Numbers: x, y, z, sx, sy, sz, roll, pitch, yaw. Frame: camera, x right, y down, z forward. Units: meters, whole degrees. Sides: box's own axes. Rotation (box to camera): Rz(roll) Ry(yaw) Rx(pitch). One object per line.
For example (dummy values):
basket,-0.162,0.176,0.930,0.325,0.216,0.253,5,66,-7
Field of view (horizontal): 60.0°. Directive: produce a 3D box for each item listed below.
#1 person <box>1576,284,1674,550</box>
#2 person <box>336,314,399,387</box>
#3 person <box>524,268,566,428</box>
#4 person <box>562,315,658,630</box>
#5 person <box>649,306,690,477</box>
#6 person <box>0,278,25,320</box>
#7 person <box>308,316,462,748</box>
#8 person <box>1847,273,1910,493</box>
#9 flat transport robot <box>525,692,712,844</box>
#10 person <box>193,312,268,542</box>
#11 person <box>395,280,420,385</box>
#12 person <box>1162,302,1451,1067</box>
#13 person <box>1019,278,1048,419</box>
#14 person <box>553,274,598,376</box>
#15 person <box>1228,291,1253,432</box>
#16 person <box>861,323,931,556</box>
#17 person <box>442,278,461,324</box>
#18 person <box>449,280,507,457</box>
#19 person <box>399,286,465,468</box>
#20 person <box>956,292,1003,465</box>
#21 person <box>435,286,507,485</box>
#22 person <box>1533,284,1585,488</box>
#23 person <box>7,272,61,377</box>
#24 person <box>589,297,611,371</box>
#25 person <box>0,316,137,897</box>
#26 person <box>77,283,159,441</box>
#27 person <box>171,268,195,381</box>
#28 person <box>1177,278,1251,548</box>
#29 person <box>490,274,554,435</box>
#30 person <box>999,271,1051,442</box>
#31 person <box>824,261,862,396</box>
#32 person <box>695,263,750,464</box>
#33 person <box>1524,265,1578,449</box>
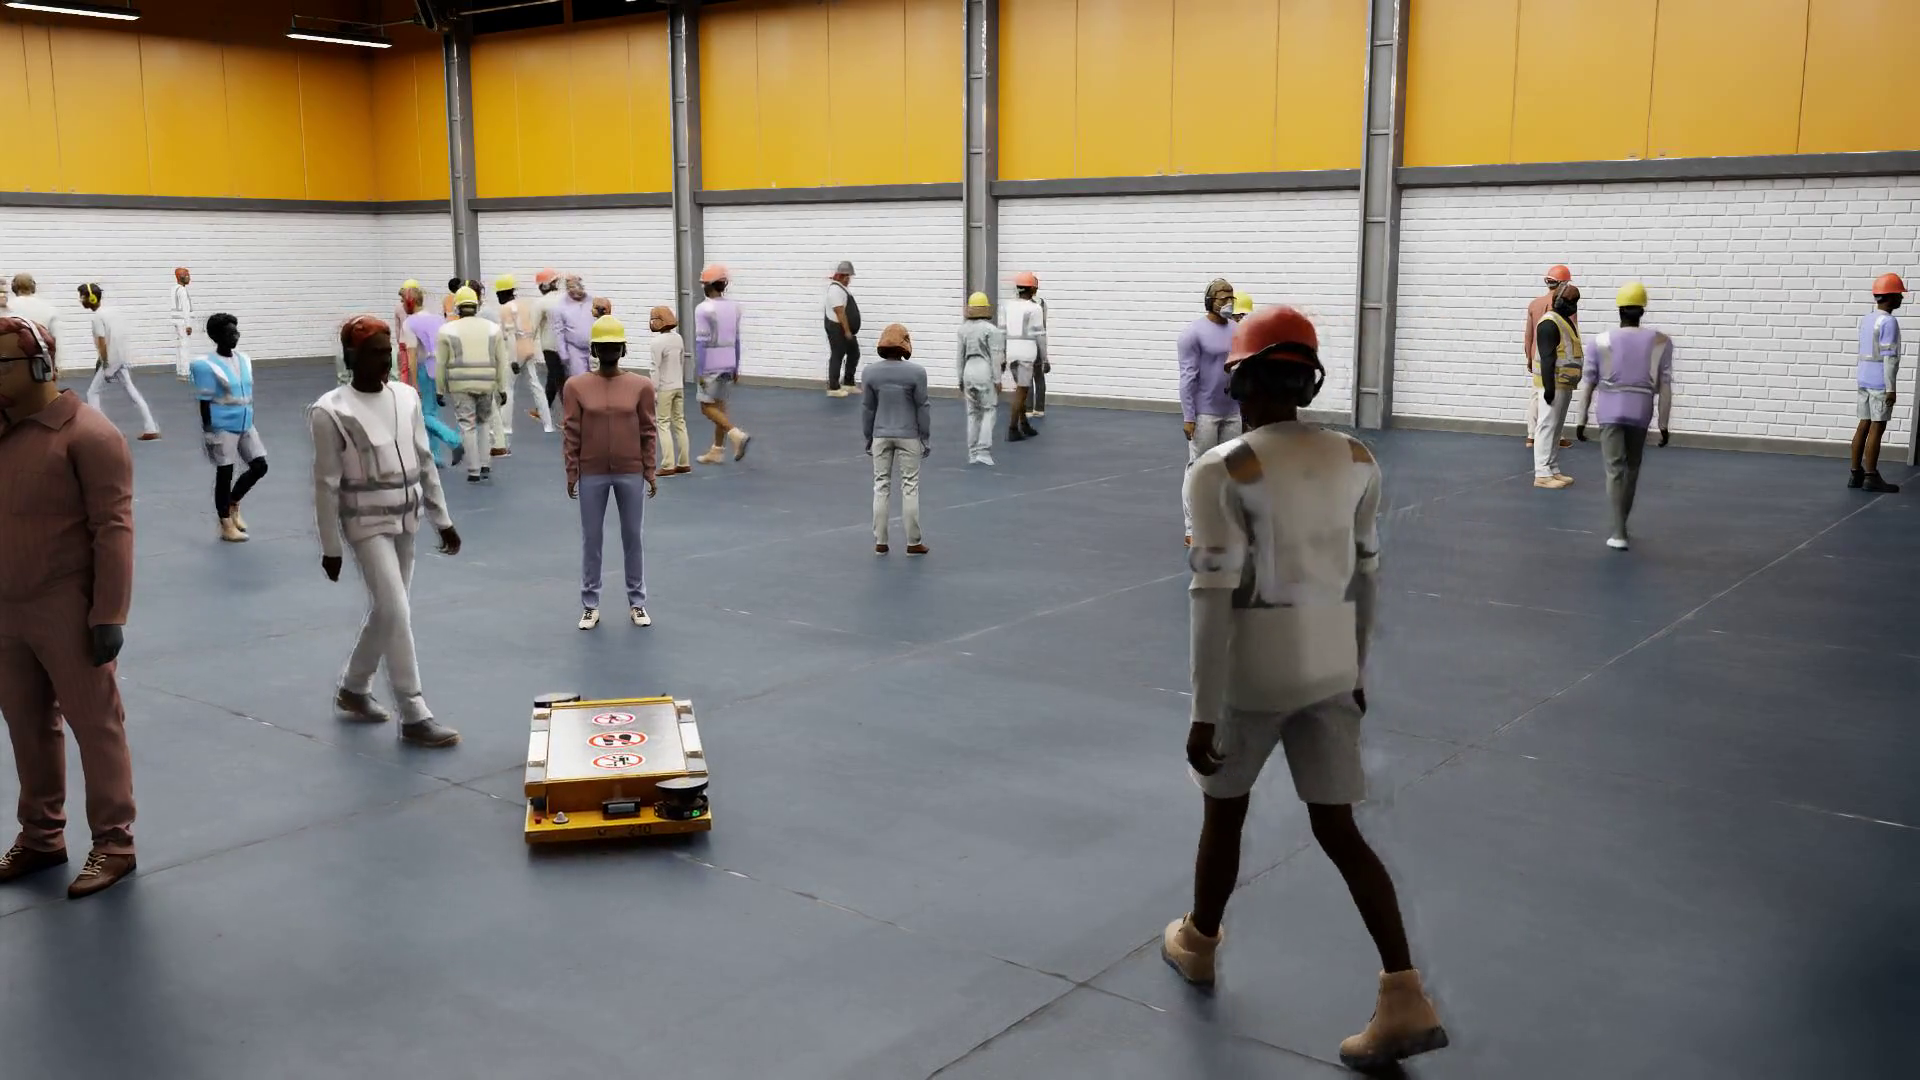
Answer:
person,4.812,-0.910,12.132,0.612,1.884,0.925,1,10,8
person,-5.045,-1.127,14.222,0.500,1.613,0.661,-4,10,-20
person,-5.060,-2.343,20.375,1.001,1.930,0.600,5,11,25
person,-1.967,-0.377,9.392,0.527,1.772,0.305,-2,10,-13
person,-2.788,-1.409,15.830,0.277,1.628,0.506,5,11,25
person,-9.620,-1.674,16.611,0.672,1.885,0.638,5,11,28
person,-2.528,-0.053,7.268,0.846,1.854,0.578,4,11,24
person,8.201,-1.397,14.824,0.354,1.942,0.545,1,10,4
flat transport robot,-1.361,0.856,6.565,0.652,0.197,1.431,-2,10,-12
person,-5.346,-0.822,12.200,0.364,1.684,0.552,3,10,19
person,-7.471,-2.666,22.725,0.532,1.767,0.328,5,11,29
person,0.895,0.372,4.434,0.663,1.990,1.047,-4,11,-24
person,0.925,-2.487,21.479,0.332,1.842,0.506,8,13,40
person,-4.545,-2.270,20.130,0.682,1.872,0.402,-5,11,-25
person,2.093,-0.965,12.625,0.590,1.833,0.404,-1,10,-9
person,-0.445,-0.699,11.656,0.498,1.633,0.282,3,10,16
person,-8.829,-3.731,29.120,0.536,1.696,0.322,7,12,34
person,-5.058,-1.766,17.278,0.699,1.836,0.529,0,10,1
person,-5.142,-1.571,16.247,0.631,1.812,0.575,3,10,15
person,0.207,-1.617,16.761,0.509,1.732,0.391,7,12,36
person,-4.521,-1.417,15.305,0.625,1.812,0.570,-6,11,-31
person,5.446,-1.396,15.133,0.430,1.838,0.620,7,12,34
person,-9.983,-1.920,17.935,0.620,1.920,0.636,6,12,33
person,-3.947,-1.868,18.430,0.307,1.645,0.519,0,10,-2
person,-3.038,0.222,5.501,0.643,1.908,0.408,3,10,16
person,-9.503,-1.962,18.600,0.885,1.796,0.539,-1,10,-4
person,-13.032,-3.616,27.913,0.337,1.882,0.583,-8,13,-39
person,1.827,-0.890,11.882,0.630,1.940,0.372,-7,12,-35
person,-5.172,-2.174,19.581,0.686,1.878,0.639,2,10,13
person,0.777,-2.085,18.917,0.548,1.905,0.807,9,13,43
person,-1.696,-3.148,24.730,0.630,2.000,0.692,2,10,9
person,-2.359,-1.726,16.514,0.709,2.025,0.612,7,12,36
person,6.460,-1.992,18.135,0.396,1.992,0.623,-7,12,-35
